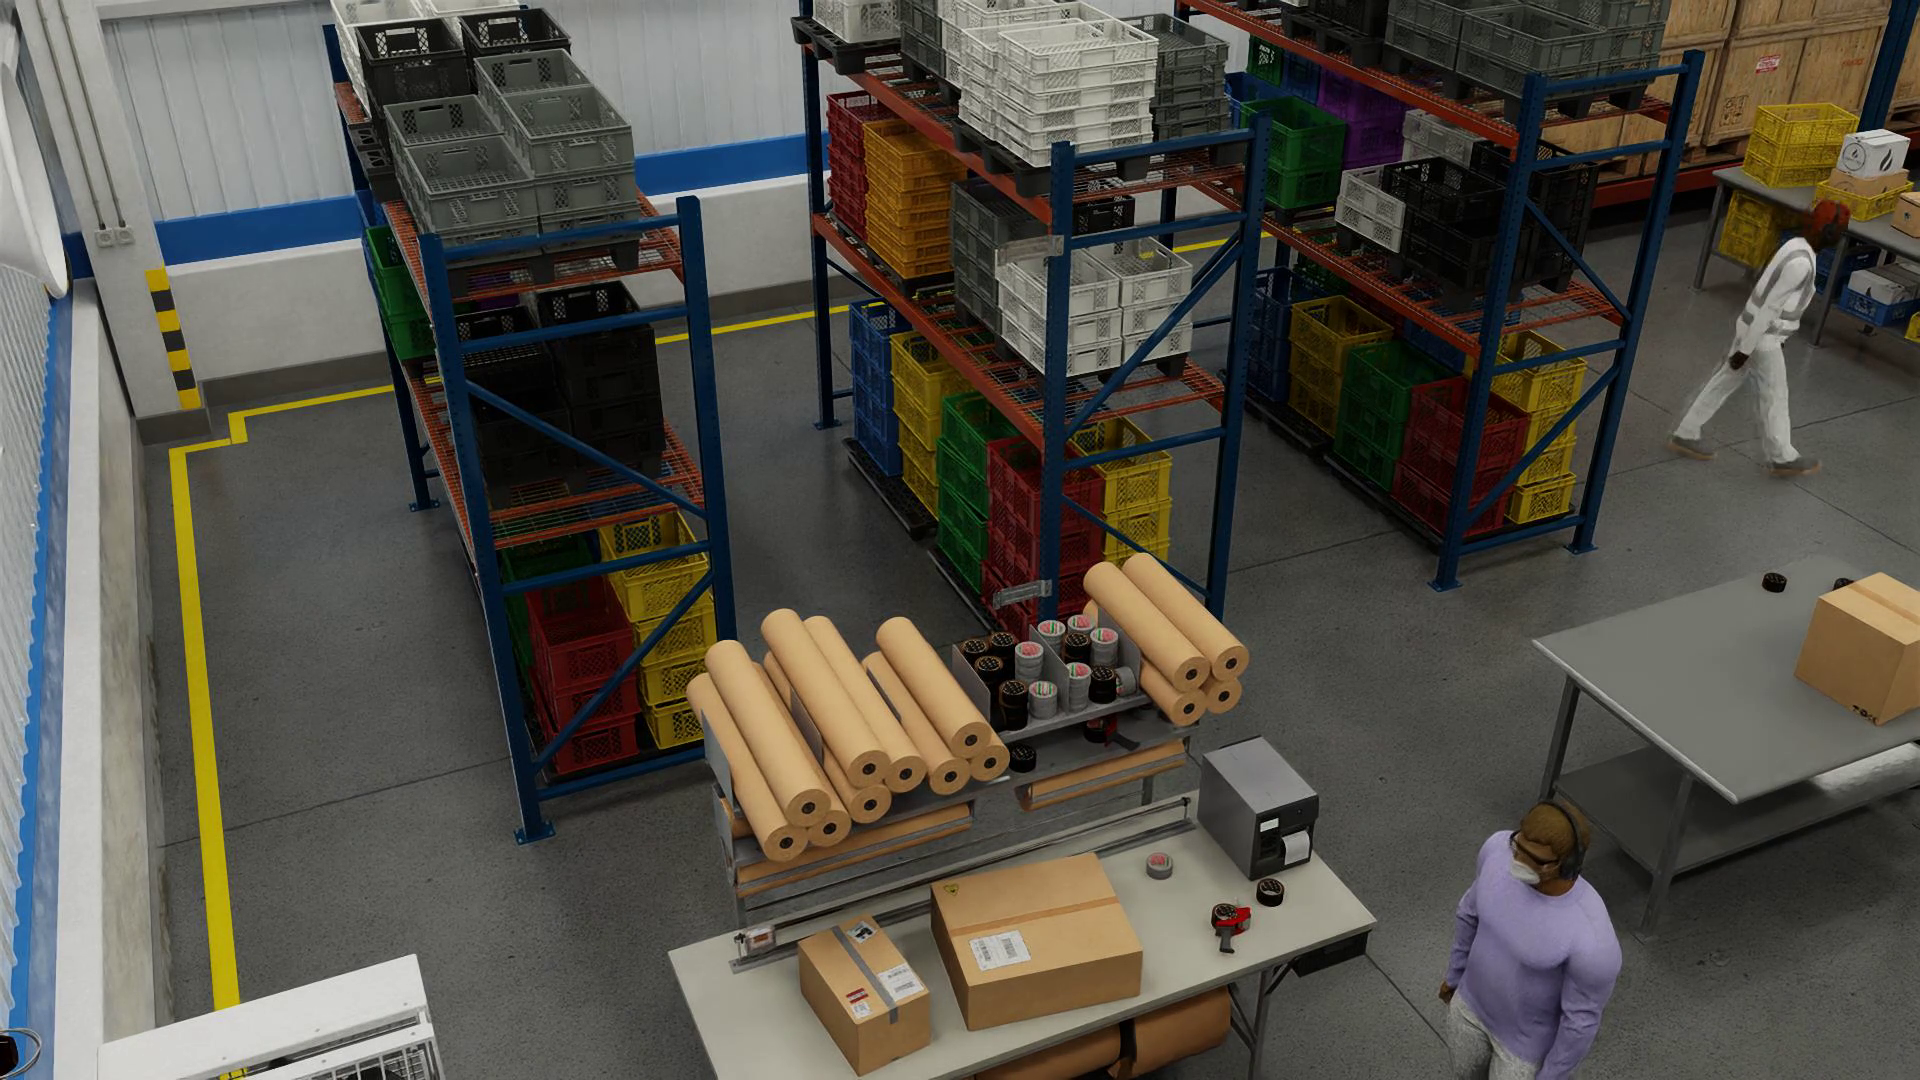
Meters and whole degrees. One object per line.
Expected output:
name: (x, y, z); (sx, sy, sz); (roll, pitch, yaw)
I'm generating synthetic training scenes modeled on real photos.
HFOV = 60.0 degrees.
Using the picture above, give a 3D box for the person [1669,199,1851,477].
person: (5.181, -1.276, 10.553); (0.987, 1.813, 0.610); (11, 33, 17)

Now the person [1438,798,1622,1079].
person: (1.873, 1.649, 5.688); (0.372, 1.940, 0.632); (-13, 34, -20)
